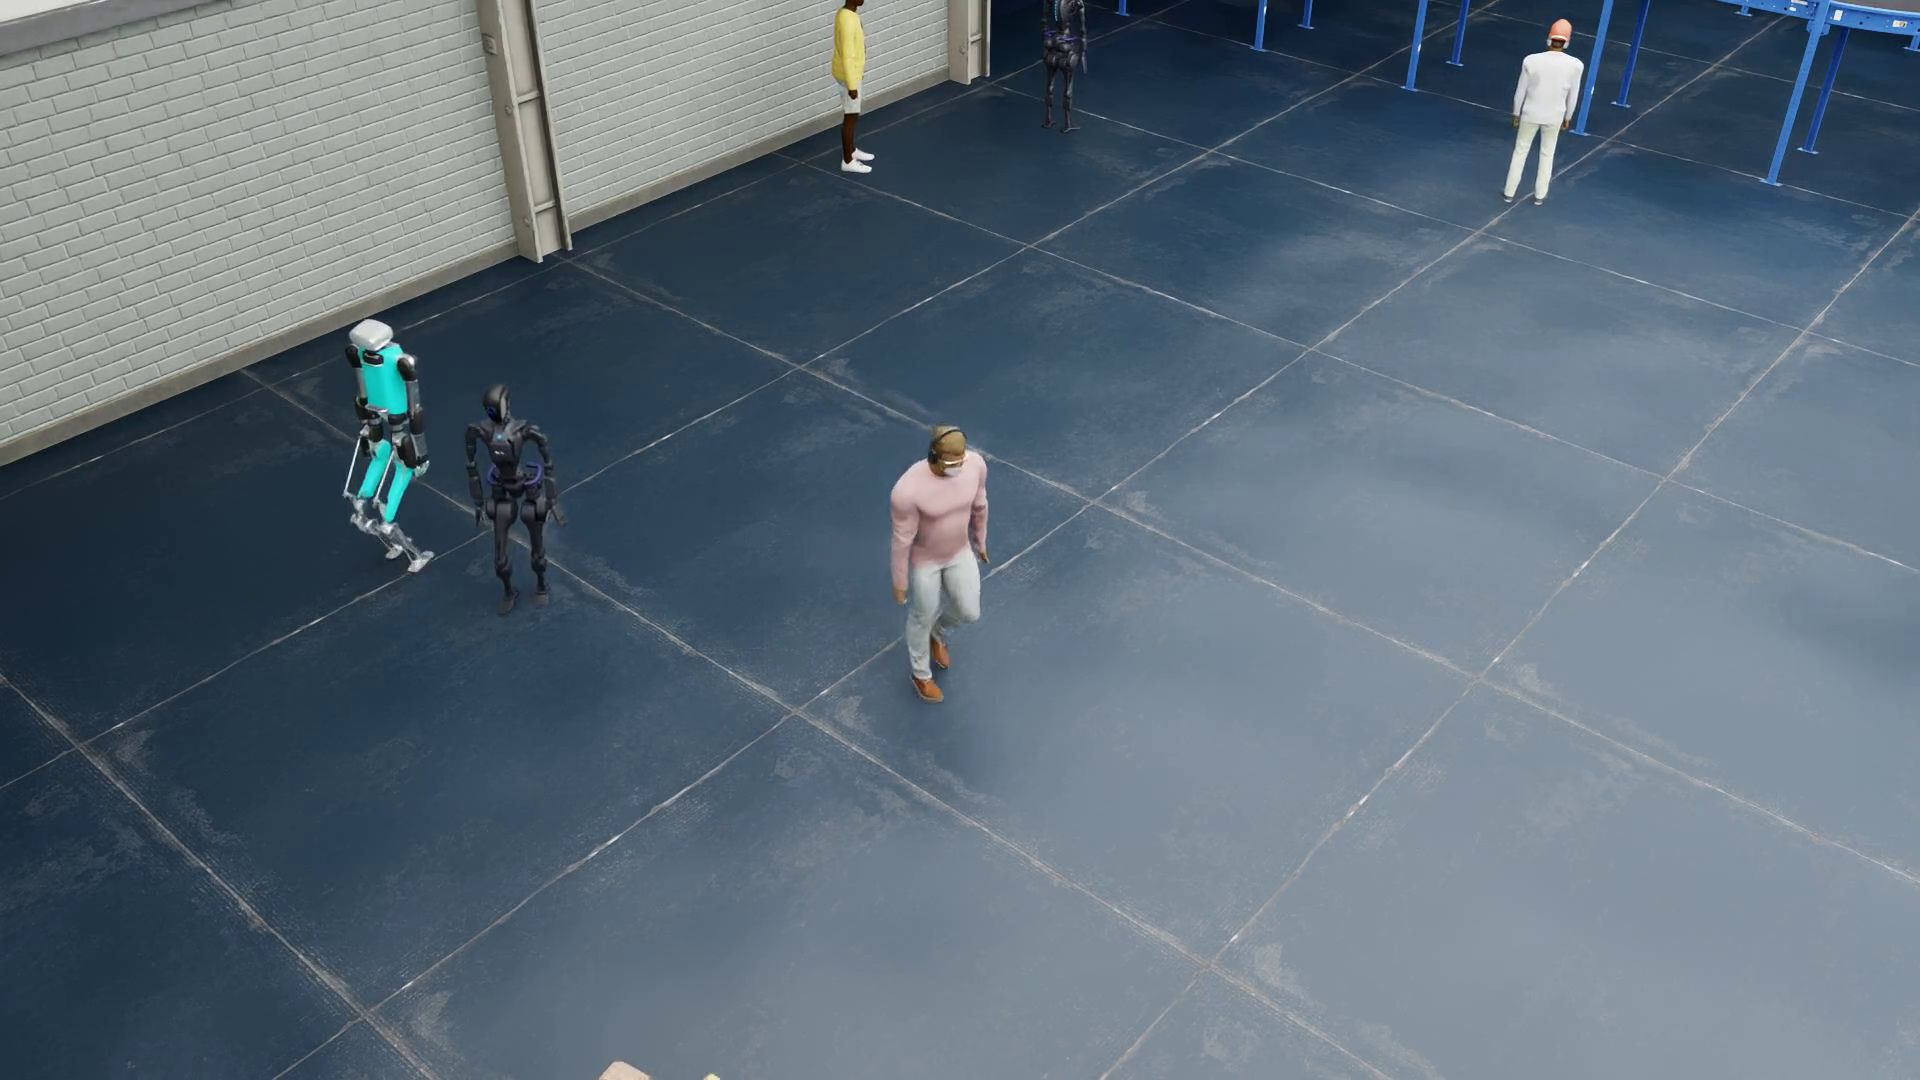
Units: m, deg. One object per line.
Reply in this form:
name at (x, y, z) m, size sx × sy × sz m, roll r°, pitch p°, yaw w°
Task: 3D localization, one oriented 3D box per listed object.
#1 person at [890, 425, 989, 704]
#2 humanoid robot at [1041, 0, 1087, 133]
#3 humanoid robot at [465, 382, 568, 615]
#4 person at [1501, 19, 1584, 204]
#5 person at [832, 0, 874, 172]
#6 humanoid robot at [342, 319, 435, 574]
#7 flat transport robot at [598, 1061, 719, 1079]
person at (-0.125, 0.119, 9.801) m, size 0.689 × 1.915 × 0.455 m, roll -19°, pitch 39°, yaw -24°
humanoid robot at (1.061, -5.111, 17.339) m, size 0.599 × 1.656 × 0.315 m, roll 27°, pitch 43°, yaw 32°
humanoid robot at (-2.794, -0.252, 10.531) m, size 0.596 × 1.658 × 0.347 m, roll 1°, pitch 35°, yaw 1°
person at (5.555, -4.076, 15.851) m, size 0.568 × 1.736 × 0.403 m, roll 8°, pitch 36°, yaw 10°
person at (-1.068, -4.578, 16.419) m, size 0.378 × 1.895 × 0.547 m, roll 0°, pitch 35°, yaw 0°
humanoid robot at (-3.797, -0.525, 10.827) m, size 0.530 × 1.755 × 0.740 m, roll 15°, pitch 38°, yaw 20°
flat transport robot at (-1.403, 3.057, 7.095) m, size 1.431 × 0.231 × 0.659 m, roll 19°, pitch 40°, yaw 25°
